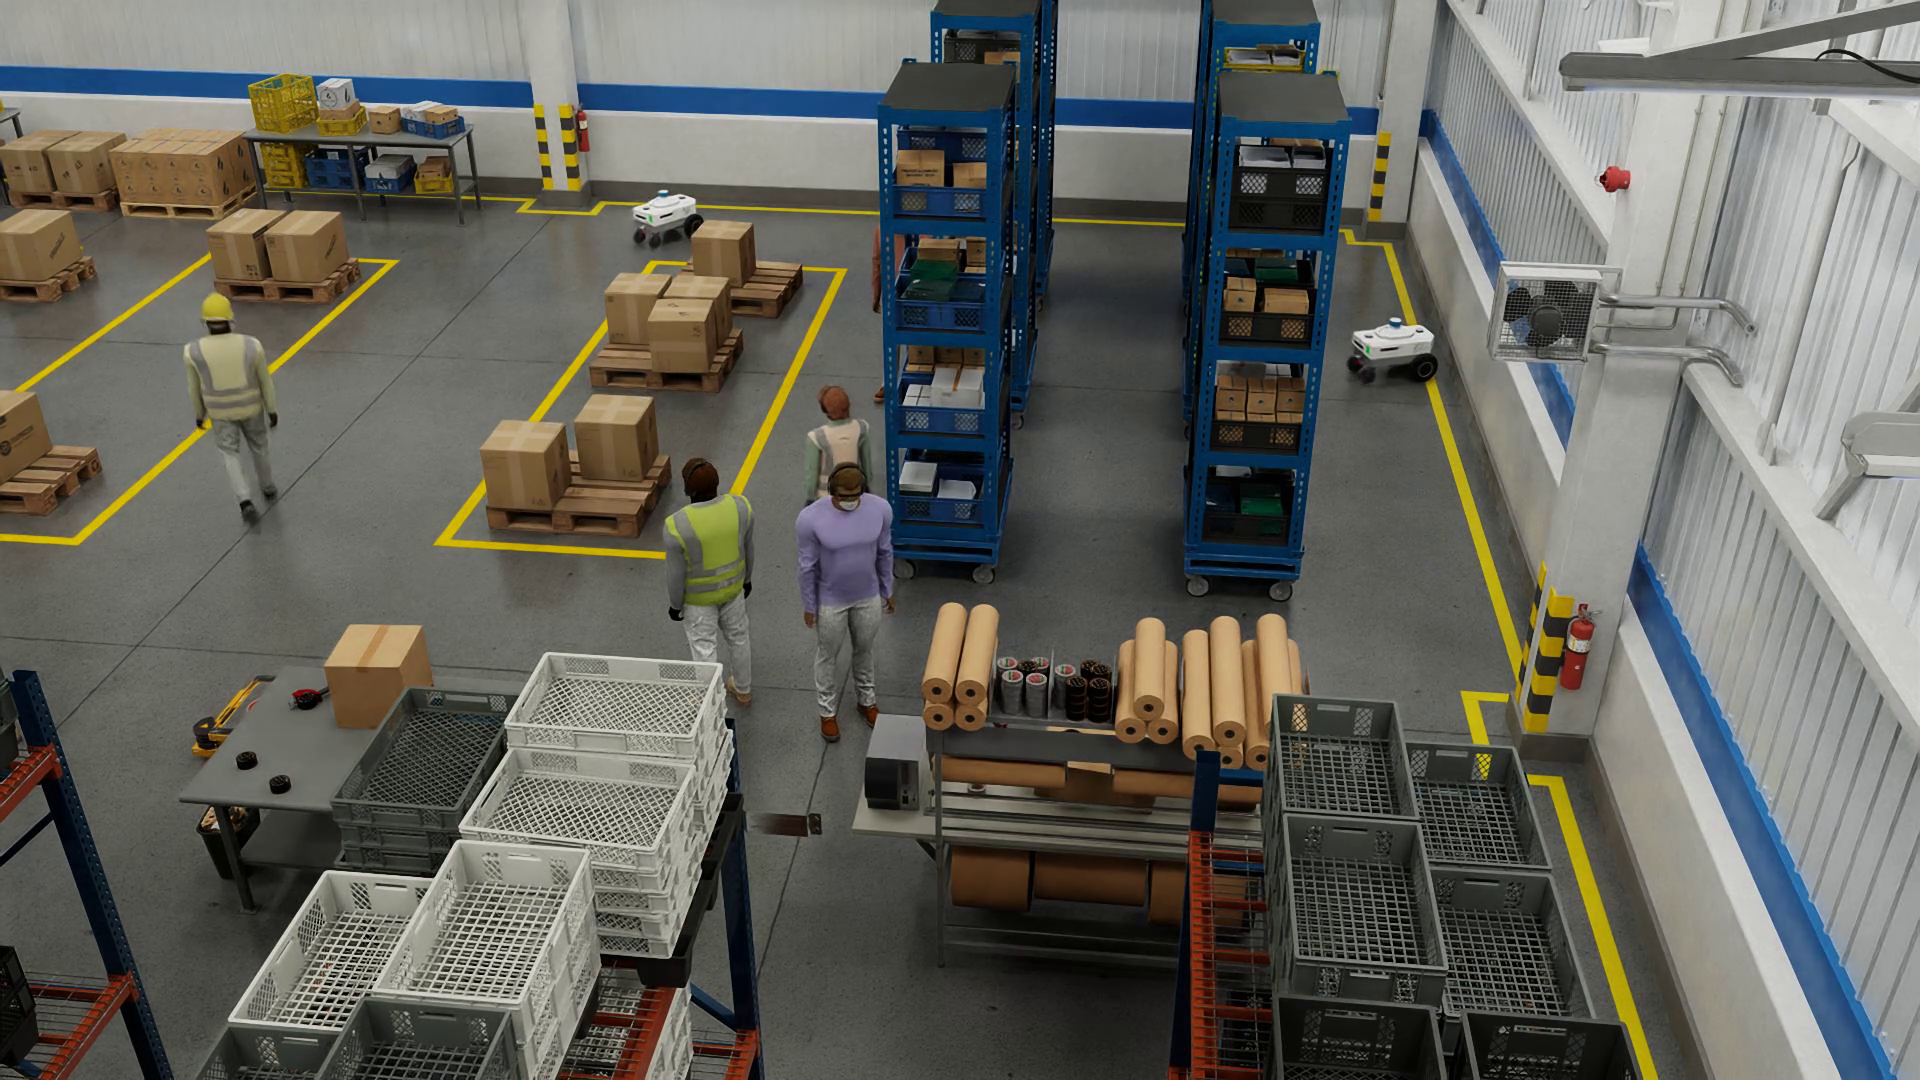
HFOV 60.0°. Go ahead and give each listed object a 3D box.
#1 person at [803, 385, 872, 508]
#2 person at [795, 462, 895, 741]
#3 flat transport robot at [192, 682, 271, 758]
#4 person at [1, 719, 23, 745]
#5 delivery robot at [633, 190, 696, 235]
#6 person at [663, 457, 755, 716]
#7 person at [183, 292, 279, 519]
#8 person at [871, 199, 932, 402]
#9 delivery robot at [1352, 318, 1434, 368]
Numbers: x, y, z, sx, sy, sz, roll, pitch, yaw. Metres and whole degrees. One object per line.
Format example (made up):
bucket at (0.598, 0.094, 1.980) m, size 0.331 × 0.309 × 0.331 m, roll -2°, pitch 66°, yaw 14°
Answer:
person at (-0.874, -0.344, 11.890) m, size 0.530 × 1.629 × 0.360 m, roll -19°, pitch 35°, yaw -29°
person at (-0.698, 0.358, 10.392) m, size 0.627 × 1.934 × 0.370 m, roll -12°, pitch 32°, yaw -19°
flat transport robot at (-4.089, 1.163, 10.648) m, size 1.431 × 0.197 × 0.652 m, roll 3°, pitch 30°, yaw 6°
person at (-6.212, 0.571, 10.256) m, size 0.540 × 1.696 × 0.316 m, roll 17°, pitch 34°, yaw 26°
delivery robot at (-3.291, -3.656, 18.548) m, size 0.477 × 0.478 × 0.707 m, roll 23°, pitch 37°, yaw 35°
person at (-1.587, 0.306, 10.568) m, size 0.625 × 1.846 × 0.429 m, roll -22°, pitch 37°, yaw -32°
person at (-5.628, -1.041, 12.914) m, size 0.608 × 1.836 × 0.526 m, roll -13°, pitch 33°, yaw -21°
person at (-0.505, -2.126, 14.595) m, size 0.610 × 1.996 × 0.378 m, roll 13°, pitch 33°, yaw 21°
delivery robot at (4.001, -1.815, 15.393) m, size 0.707 × 0.478 × 0.477 m, roll -7°, pitch 31°, yaw -12°
